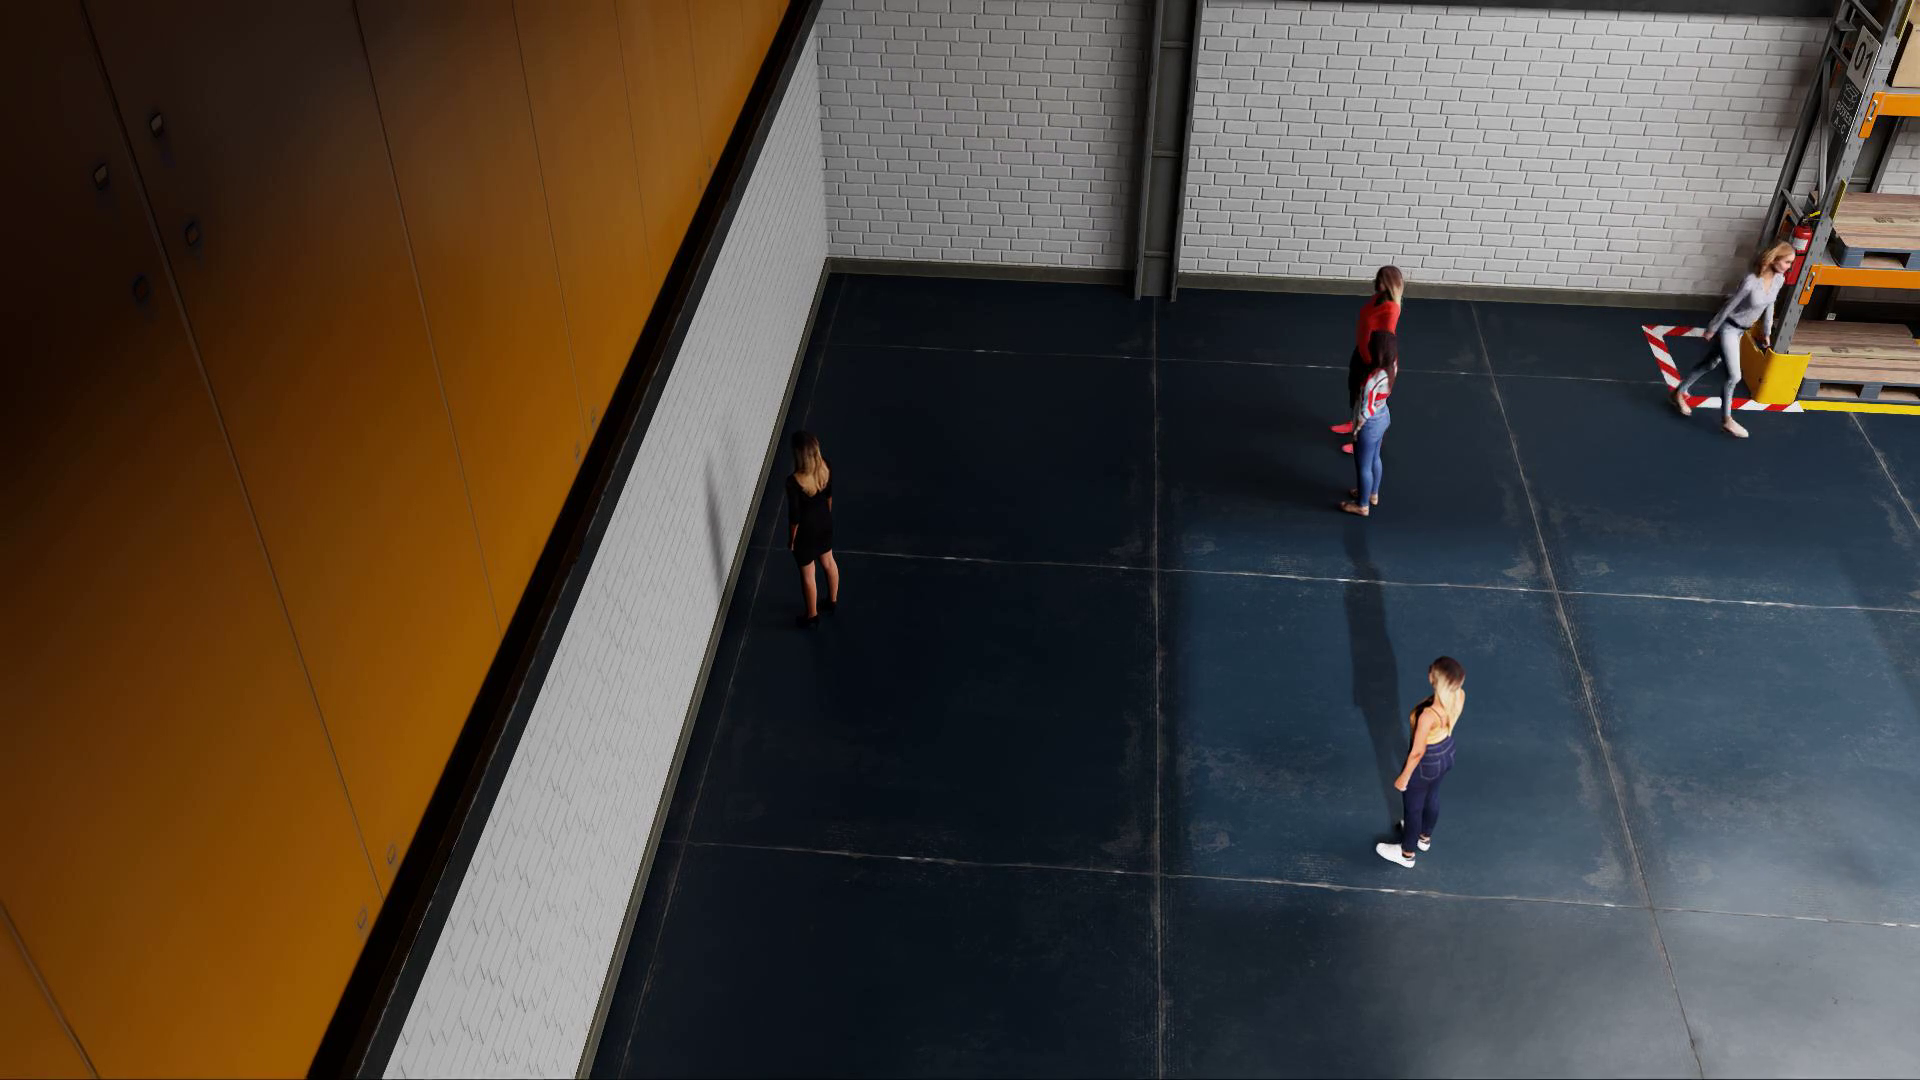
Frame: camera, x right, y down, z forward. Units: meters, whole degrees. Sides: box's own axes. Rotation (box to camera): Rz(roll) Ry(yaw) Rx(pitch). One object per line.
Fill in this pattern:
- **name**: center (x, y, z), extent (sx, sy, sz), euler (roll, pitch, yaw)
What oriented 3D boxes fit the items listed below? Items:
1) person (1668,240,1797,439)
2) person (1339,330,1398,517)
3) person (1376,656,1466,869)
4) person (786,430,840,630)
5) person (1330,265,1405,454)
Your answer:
- **person**: center (6.316, -1.731, 13.766), extent (1.023, 1.739, 1.006), euler (-15, 41, -17)
- **person**: center (3.189, -0.911, 12.843), extent (0.666, 1.610, 0.661), euler (21, 43, 24)
- **person**: center (2.820, 1.336, 10.015), extent (0.651, 1.628, 0.706), euler (-30, 47, -32)
- **person**: center (-1.045, -0.073, 11.738), extent (0.640, 1.679, 0.608), euler (30, 47, 32)
- **person**: center (3.373, -1.449, 13.449), extent (0.606, 1.694, 0.630), euler (-2, 39, -3)
